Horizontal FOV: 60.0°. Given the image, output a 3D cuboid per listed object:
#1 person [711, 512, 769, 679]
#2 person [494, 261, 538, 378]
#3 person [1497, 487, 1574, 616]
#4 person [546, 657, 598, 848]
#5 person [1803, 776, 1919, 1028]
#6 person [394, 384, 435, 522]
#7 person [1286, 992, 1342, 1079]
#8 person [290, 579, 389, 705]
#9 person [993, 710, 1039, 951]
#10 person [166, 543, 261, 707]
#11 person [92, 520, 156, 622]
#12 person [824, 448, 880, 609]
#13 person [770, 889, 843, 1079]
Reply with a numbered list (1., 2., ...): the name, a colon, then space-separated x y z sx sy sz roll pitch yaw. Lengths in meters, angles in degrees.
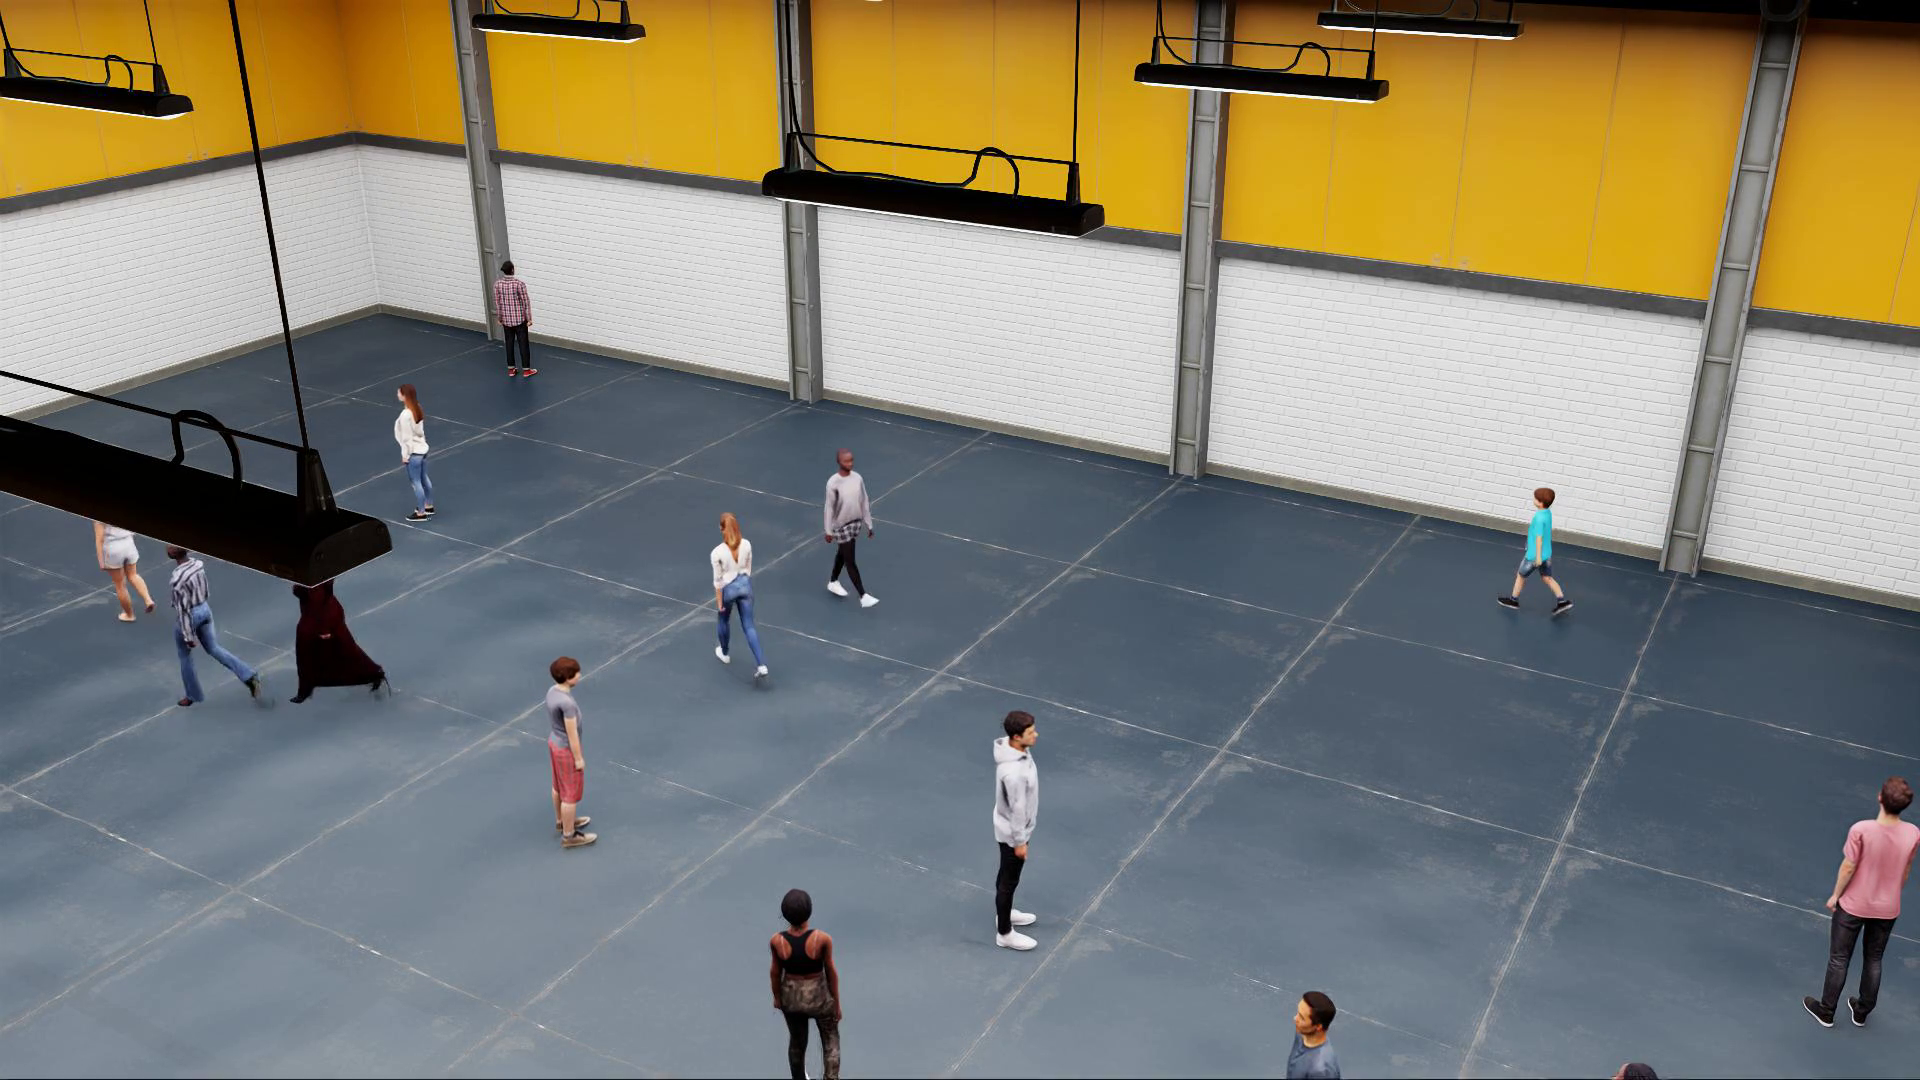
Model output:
1. person: -2.139 0.567 16.191 0.988 1.686 1.219 -13 27 -27
2. person: -6.712 -3.340 25.035 0.660 1.761 0.830 3 24 7
3. person: 6.174 0.135 17.511 1.015 1.420 0.620 19 30 37
4. person: -3.229 1.718 13.611 0.725 1.644 0.639 -11 26 -23
5. person: 6.243 2.498 11.433 0.644 1.959 0.764 1 24 2
6. person: -6.518 -1.061 19.906 0.702 1.693 0.707 2 24 6
7. person: 2.097 3.401 9.603 1.231 1.771 1.092 -3 24 -7
8. person: -5.898 0.775 15.692 1.242 1.705 1.109 -3 24 -7
9. person: 0.395 2.119 12.339 0.747 1.929 0.762 1 24 2
10. person: -7.064 0.792 15.577 1.144 1.765 0.866 4 24 8
11. person: -8.690 0.131 17.295 0.688 1.601 0.603 11 26 24
12. person: -1.275 -0.163 17.801 0.851 1.734 1.184 -21 31 -39
13. person: -0.995 2.990 10.642 0.682 1.692 0.779 2 24 5
